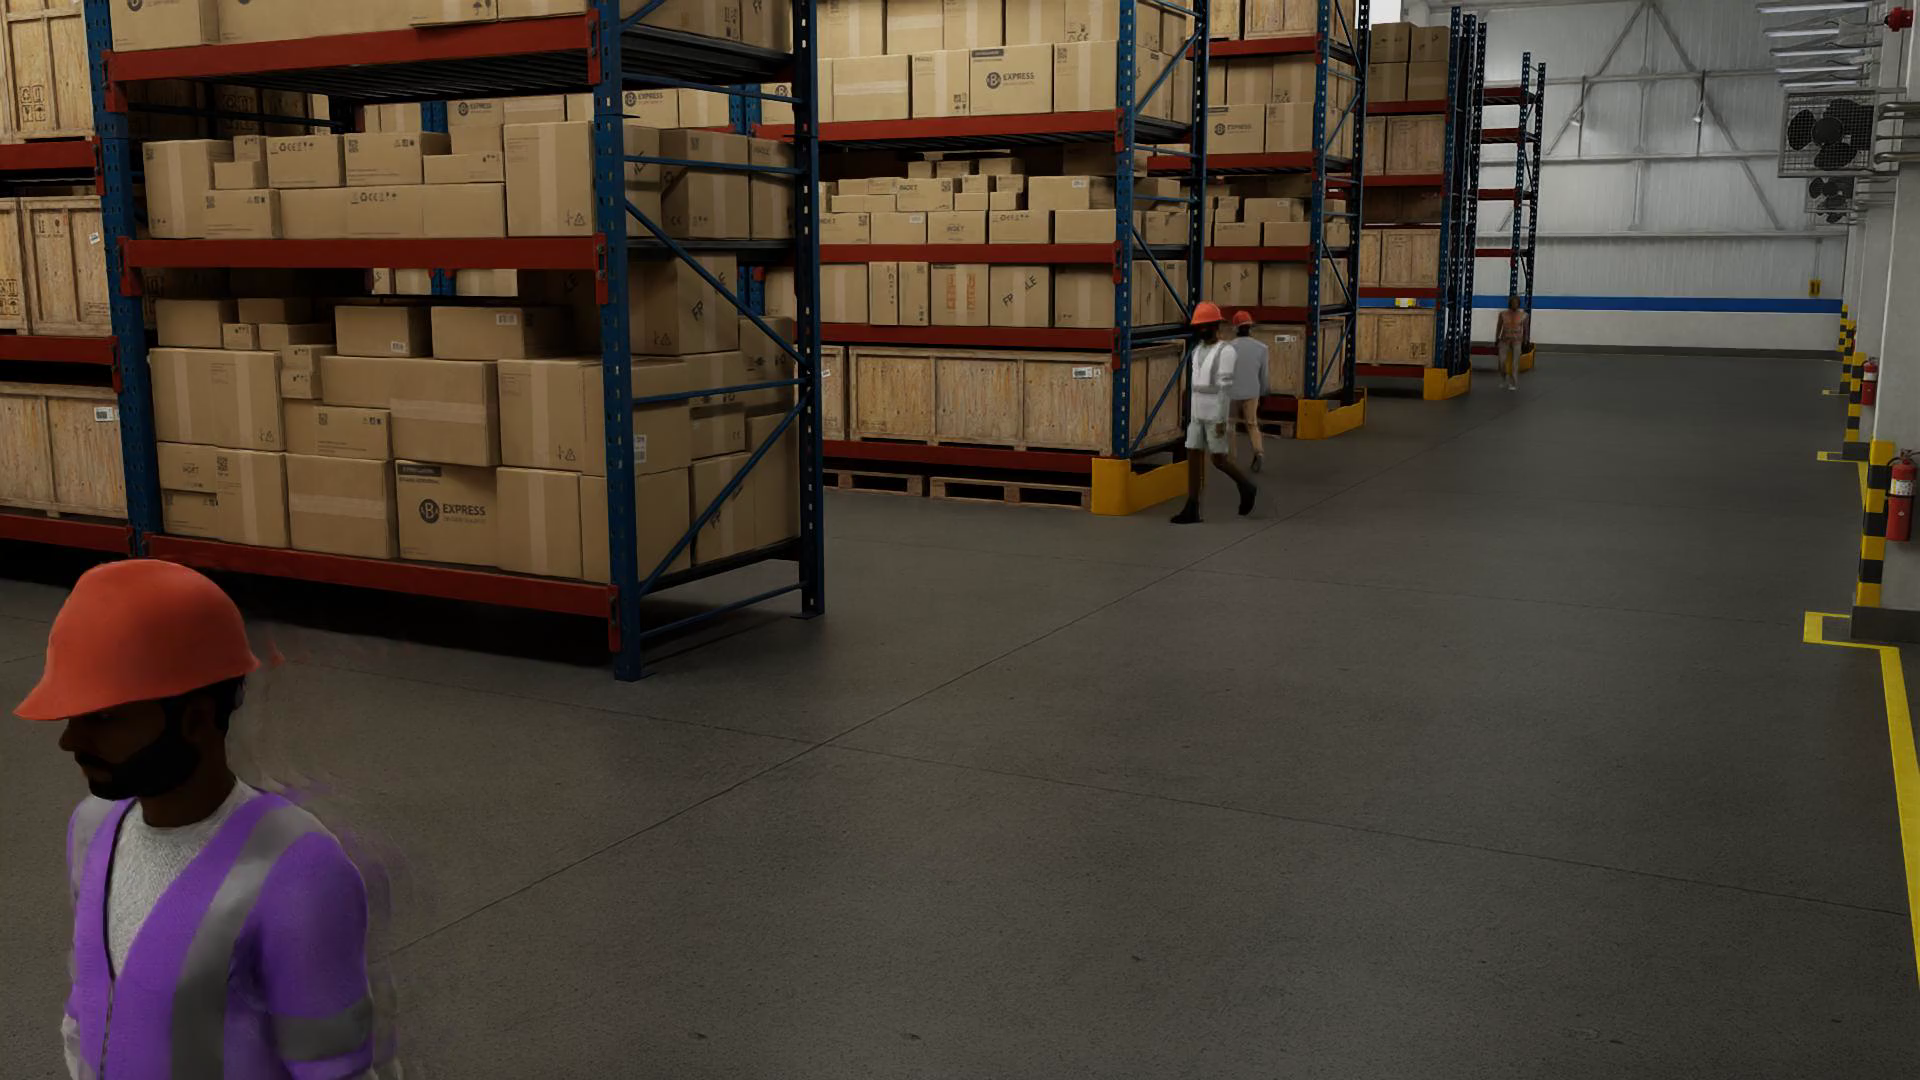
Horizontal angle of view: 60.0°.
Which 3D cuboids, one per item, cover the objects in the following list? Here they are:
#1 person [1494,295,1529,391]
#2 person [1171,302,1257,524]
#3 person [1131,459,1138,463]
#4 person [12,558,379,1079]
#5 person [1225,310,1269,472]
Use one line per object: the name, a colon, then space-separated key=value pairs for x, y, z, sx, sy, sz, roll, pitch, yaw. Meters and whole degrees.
person: x=9.315 y=-3.327 z=28.094 sx=0.558 sy=1.626 sz=0.354 roll=4 pitch=11 yaw=24
person: x=2.200 y=-1.096 z=14.368 sx=0.774 sy=1.919 sz=0.552 roll=-6 pitch=12 yaw=-33
person: x=1.591 y=-1.660 z=17.905 sx=0.696 sy=1.826 sz=0.637 roll=4 pitch=11 yaw=22
person: x=-1.070 y=0.963 z=2.440 sx=0.552 sy=1.922 sz=0.474 roll=7 pitch=12 yaw=35
person: x=3.044 y=-1.593 z=17.813 sx=0.570 sy=1.728 sz=0.772 roll=-2 pitch=10 yaw=-9
